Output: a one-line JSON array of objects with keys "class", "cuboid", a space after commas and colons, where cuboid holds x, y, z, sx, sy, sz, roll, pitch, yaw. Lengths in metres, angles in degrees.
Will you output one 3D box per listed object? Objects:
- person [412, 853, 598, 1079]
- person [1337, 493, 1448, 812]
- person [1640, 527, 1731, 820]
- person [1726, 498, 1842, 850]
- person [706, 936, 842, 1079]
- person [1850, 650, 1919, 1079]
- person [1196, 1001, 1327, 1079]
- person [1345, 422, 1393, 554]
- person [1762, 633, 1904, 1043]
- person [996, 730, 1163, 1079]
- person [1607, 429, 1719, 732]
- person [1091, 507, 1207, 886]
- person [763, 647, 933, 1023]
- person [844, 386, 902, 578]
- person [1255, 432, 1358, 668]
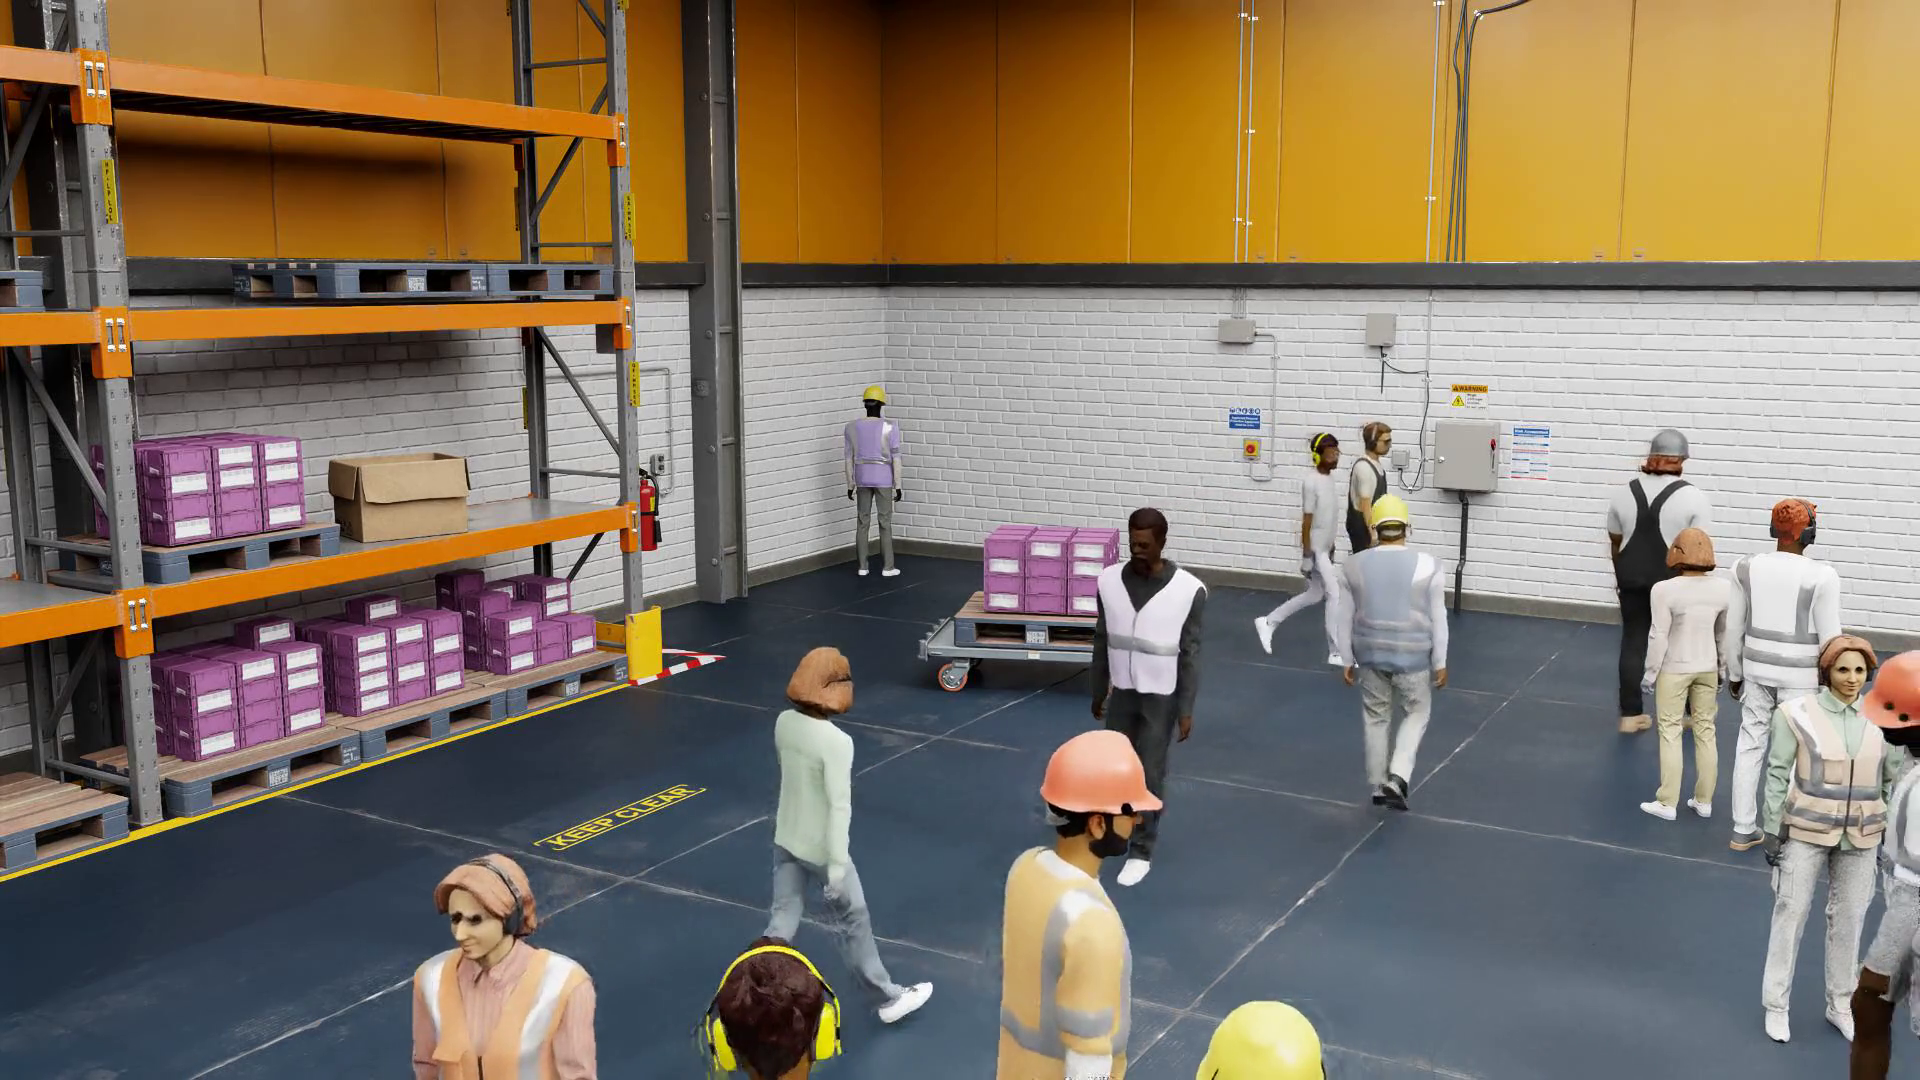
[{"class": "person", "cuboid": [-1.111, 1.556, 4.202, 0.525, 1.622, 0.509, 2, 9, 15]}, {"class": "person", "cuboid": [2.408, 0.648, 9.290, 0.605, 1.809, 0.433, 4, 10, 25]}, {"class": "person", "cuboid": [4.036, 0.743, 9.250, 0.507, 1.631, 0.265, -2, 9, -10]}, {"class": "person", "cuboid": [4.259, 0.720, 8.619, 0.355, 1.883, 0.573, -7, 11, -37]}, {"class": "person", "cuboid": [-0.313, 1.641, 3.093, 0.511, 1.813, 0.988, 3, 9, 16]}, {"class": "person", "cuboid": [3.059, 1.244, 5.369, 0.773, 1.872, 0.632, 4, 10, 25]}, {"class": "person", "cuboid": [0.644, 1.658, 3.217, 0.605, 1.731, 0.551, -2, 9, -12]}, {"class": "person", "cuboid": [3.439, -0.053, 13.611, 0.679, 1.821, 0.536, 4, 10, 26]}, {"class": "person", "cuboid": [3.427, 1.173, 6.549, 0.522, 1.639, 0.306, 1, 9, 6]}, {"class": "person", "cuboid": [0.391, 1.410, 4.256, 0.842, 1.907, 0.547, -4, 10, -22]}, {"class": "person", "cuboid": [4.706, 0.252, 11.051, 0.806, 2.000, 0.705, -8, 12, -40]}, {"class": "person", "cuboid": [0.954, 0.757, 8.337, 0.612, 1.897, 0.524, 5, 11, 30]}, {"class": "person", "cuboid": [-0.501, 1.196, 6.525, 0.832, 1.590, 0.519, -8, 12, -39]}, {"class": "person", "cuboid": [-0.857, -0.577, 16.604, 0.585, 1.917, 0.377, 2, 9, 12]}, {"class": "person", "cuboid": [2.727, 0.064, 12.910, 0.856, 1.830, 0.535, 5, 10, 29]}]
